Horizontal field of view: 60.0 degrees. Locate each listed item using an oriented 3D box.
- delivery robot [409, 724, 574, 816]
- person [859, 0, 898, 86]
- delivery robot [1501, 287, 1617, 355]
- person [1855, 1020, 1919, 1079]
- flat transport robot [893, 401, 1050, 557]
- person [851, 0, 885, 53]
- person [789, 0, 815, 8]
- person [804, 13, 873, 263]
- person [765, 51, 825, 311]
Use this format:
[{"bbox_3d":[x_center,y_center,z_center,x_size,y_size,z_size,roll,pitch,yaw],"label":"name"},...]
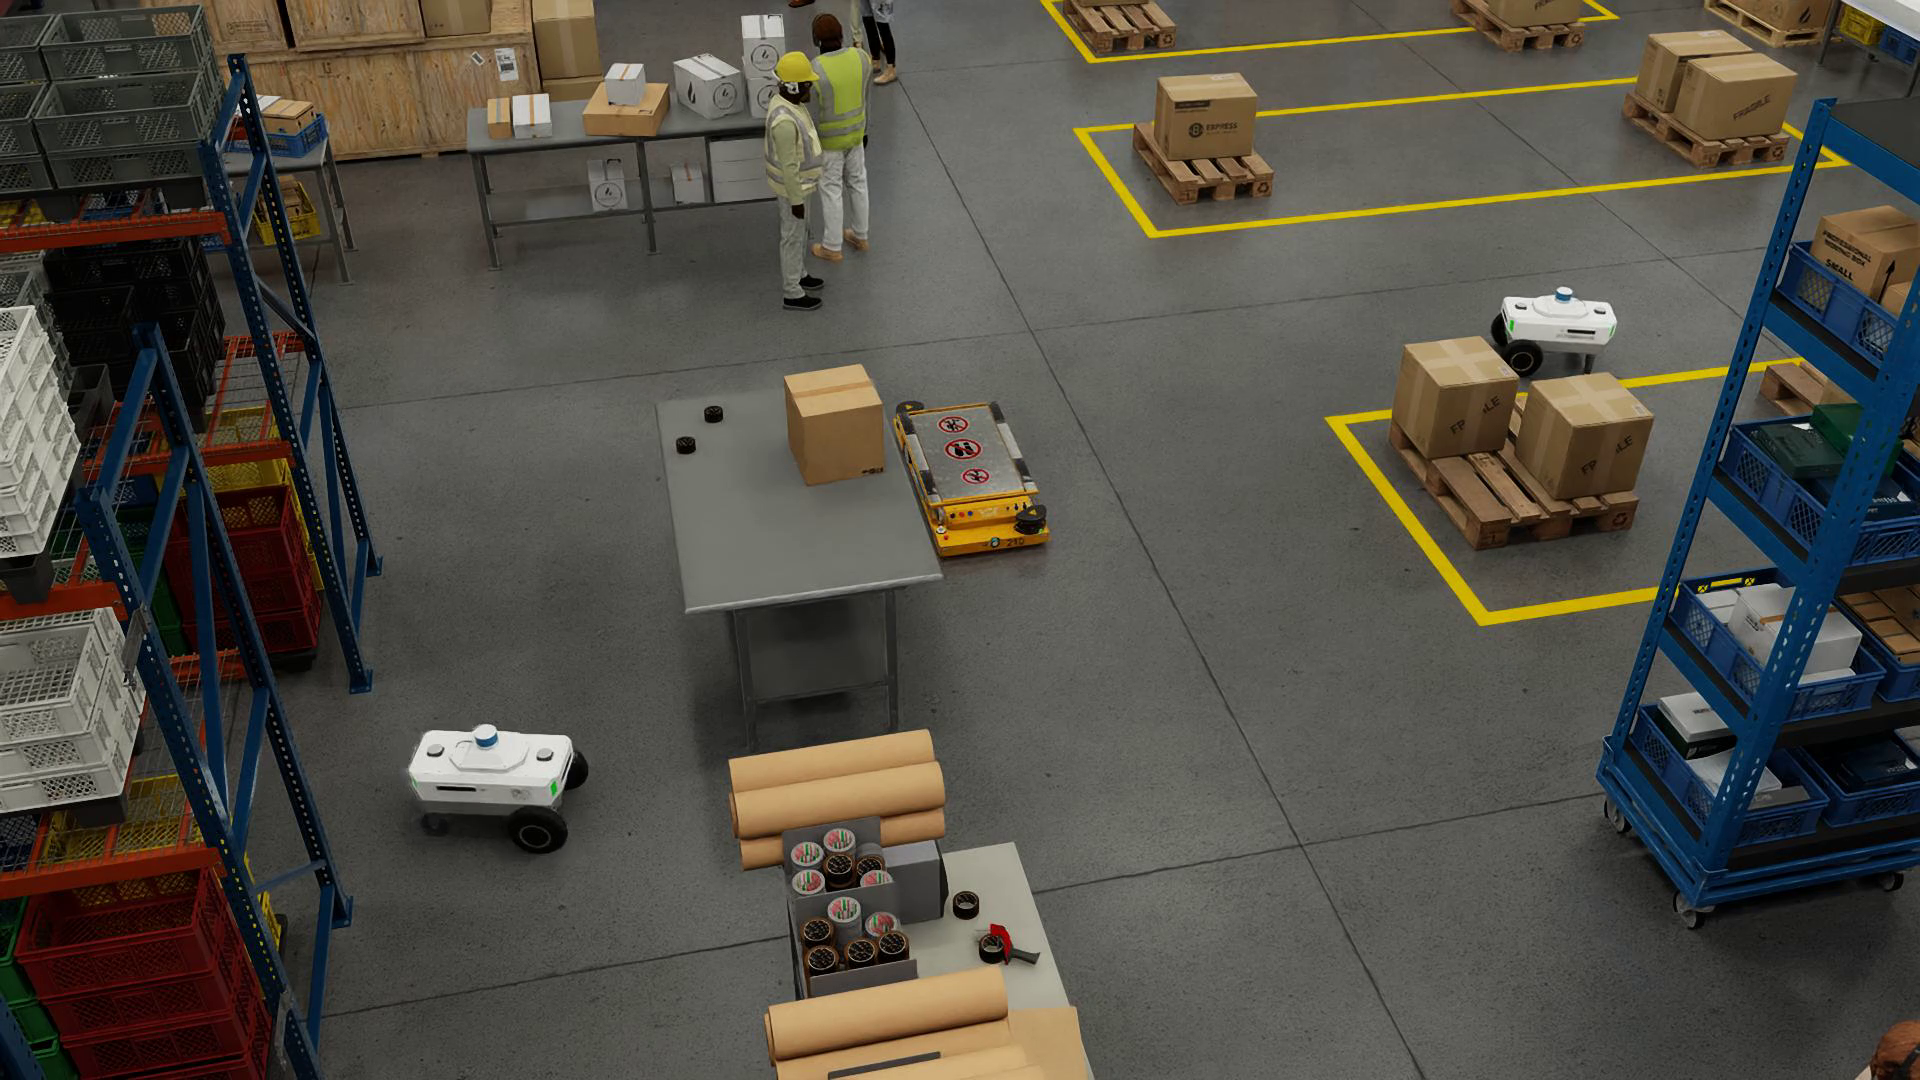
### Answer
[{"bbox_3d":[-2.183,1.072,7.778,0.707,0.478,0.477,2,37,3],"label":"delivery robot"},{"bbox_3d":[-0.787,-4.996,15.068,0.322,1.686,0.540,-20,41,-25],"label":"person"},{"bbox_3d":[4.020,-1.463,11.186,0.707,0.478,0.477,4,37,6],"label":"delivery robot"},{"bbox_3d":[2.919,2.151,5.499,0.514,1.641,0.307,-29,45,-33],"label":"person"},{"bbox_3d":[0.046,-0.430,10.108,0.652,0.197,1.431,-8,37,-10],"label":"flat transport robot"},{"bbox_3d":[-0.868,-5.461,15.558,0.518,1.856,0.329,-16,39,-20],"label":"person"},{"bbox_3d":[-1.717,-6.363,16.723,0.405,1.904,0.653,-20,41,-24],"label":"person"},{"bbox_3d":[-0.918,-2.933,12.171,0.624,1.838,0.430,-29,45,-33],"label":"person"},{"bbox_3d":[-1.141,-2.507,11.614,0.403,1.824,0.600,0,37,0],"label":"person"}]
